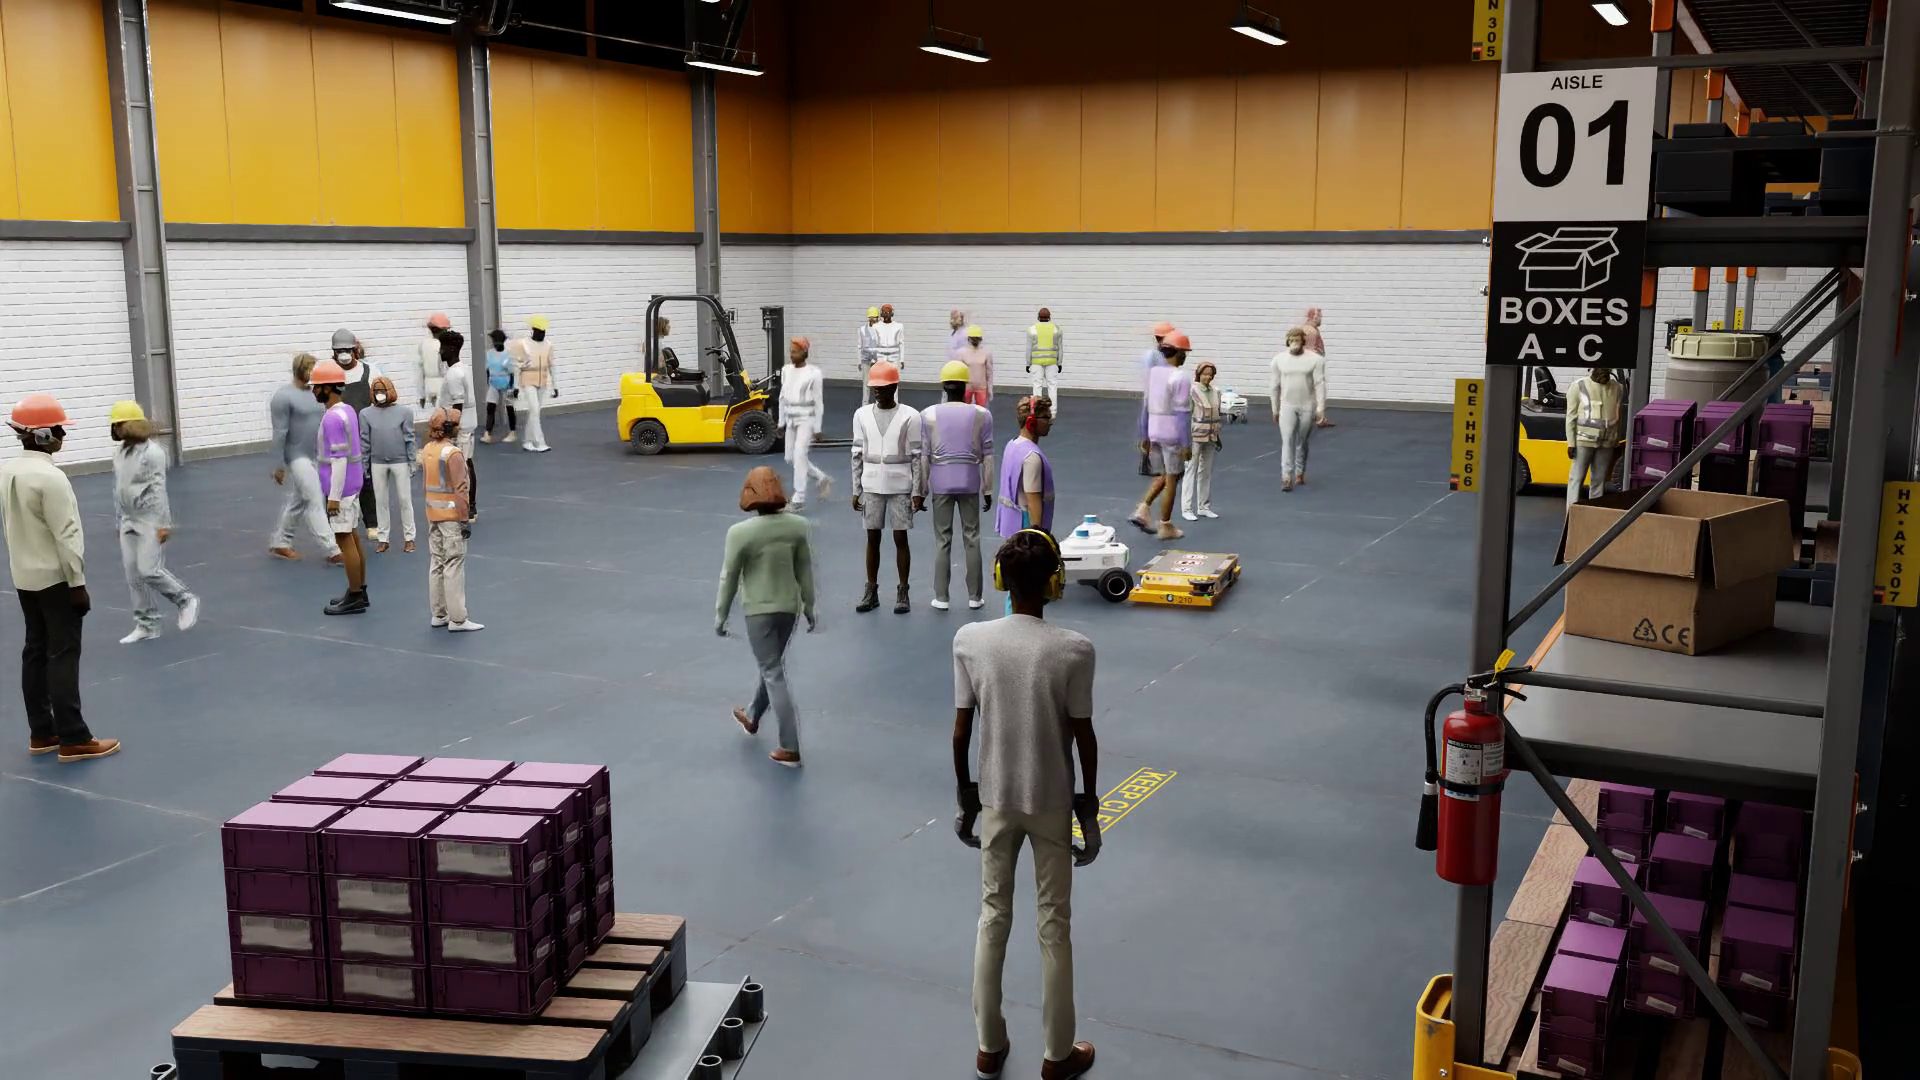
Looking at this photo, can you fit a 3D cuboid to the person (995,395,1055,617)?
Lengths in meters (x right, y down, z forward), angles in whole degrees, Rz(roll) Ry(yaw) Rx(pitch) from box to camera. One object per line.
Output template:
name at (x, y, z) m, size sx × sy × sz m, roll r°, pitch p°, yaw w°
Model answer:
person at (0.427, -0.010, 10.693) m, size 0.377 × 1.844 × 0.570 m, roll -2°, pitch 10°, yaw -11°

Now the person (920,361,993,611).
person at (-0.040, -0.413, 12.800) m, size 0.590 × 1.923 × 0.382 m, roll -1°, pitch 10°, yaw -4°

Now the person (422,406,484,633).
person at (-3.719, -0.148, 12.095) m, size 0.307 × 1.639 × 0.525 m, roll -10°, pitch 14°, yaw -44°

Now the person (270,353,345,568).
person at (-5.729, -0.703, 14.630) m, size 1.041 × 1.878 × 0.637 m, roll 3°, pitch 10°, yaw 17°

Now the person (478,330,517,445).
person at (-6.610, -2.175, 23.796) m, size 0.565 × 1.639 × 0.820 m, roll 3°, pitch 10°, yaw 14°

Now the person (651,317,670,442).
person at (-4.337, -2.321, 24.130) m, size 0.408 × 1.827 × 0.528 m, roll -5°, pitch 11°, yaw -25°

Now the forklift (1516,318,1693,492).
forklift at (7.066, -1.601, 18.899) m, size 2.313 × 2.155 × 1.214 m, roll 5°, pitch 11°, yaw 27°

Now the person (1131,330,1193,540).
person at (1.977, -0.990, 15.865) m, size 0.512 × 2.022 × 0.635 m, roll -6°, pitch 11°, yaw -31°

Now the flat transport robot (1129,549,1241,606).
flat transport robot at (1.847, 0.292, 13.504) m, size 0.652 × 0.197 × 1.431 m, roll 3°, pitch 10°, yaw 18°

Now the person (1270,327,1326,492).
person at (3.944, -1.545, 19.466) m, size 0.638 × 1.894 × 1.014 m, roll 2°, pitch 10°, yaw 12°

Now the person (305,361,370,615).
person at (-4.747, -0.395, 12.664) m, size 0.374 × 1.935 × 0.552 m, roll -2°, pitch 10°, yaw -9°

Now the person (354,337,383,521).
person at (-6.225, -1.141, 17.072) m, size 0.409 × 1.908 × 0.639 m, roll 6°, pitch 12°, yaw 33°

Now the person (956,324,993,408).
person at (0.193, -2.094, 22.994) m, size 0.534 × 1.767 × 0.327 m, roll -1°, pitch 10°, yaw -4°

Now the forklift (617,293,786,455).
forklift at (-3.588, -2.317, 23.042) m, size 2.313 × 2.155 × 1.214 m, roll -1°, pitch 10°, yaw -5°

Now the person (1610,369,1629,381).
person at (9.498, -2.155, 23.728) m, size 0.460 × 1.618 × 0.533 m, roll -1°, pitch 10°, yaw -3°

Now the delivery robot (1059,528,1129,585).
delivery robot at (0.969, 0.151, 13.229) m, size 0.707 × 0.478 × 0.477 m, roll -1°, pitch 10°, yaw -6°

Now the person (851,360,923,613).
person at (-0.564, -0.399, 12.682) m, size 0.553 × 1.935 × 0.364 m, roll 2°, pitch 10°, yaw 12°

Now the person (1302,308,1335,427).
person at (5.580, -2.730, 26.351) m, size 0.575 × 1.901 × 0.684 m, roll 0°, pitch 10°, yaw -1°

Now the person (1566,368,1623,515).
person at (6.211, -0.963, 16.274) m, size 0.589 × 1.827 × 0.404 m, roll -2°, pitch 10°, yaw -9°

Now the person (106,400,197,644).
person at (-5.747, -0.133, 11.750) m, size 0.496 × 1.726 × 0.441 m, roll 5°, pitch 11°, yaw 25°

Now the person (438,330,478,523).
person at (-5.122, -1.153, 16.966) m, size 0.368 × 1.967 × 0.600 m, roll -1°, pitch 10°, yaw -5°

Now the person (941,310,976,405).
person at (-0.015, -2.648, 25.948) m, size 0.990 × 1.857 × 0.664 m, roll -4°, pitch 10°, yaw -20°

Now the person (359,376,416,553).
person at (-5.248, -0.691, 15.277) m, size 0.505 × 1.627 × 0.291 m, roll -1°, pitch 10°, yaw -6°

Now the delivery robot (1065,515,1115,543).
delivery robot at (1.088, 0.034, 13.906) m, size 0.477 × 0.478 × 0.707 m, roll 2°, pitch 10°, yaw 13°

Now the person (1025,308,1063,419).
person at (1.392, -2.929, 27.611) m, size 0.634 × 1.841 × 0.429 m, roll -1°, pitch 10°, yaw -6°

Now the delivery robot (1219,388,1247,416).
delivery robot at (4.350, -2.211, 26.903) m, size 0.477 × 0.478 × 0.707 m, roll -4°, pitch 10°, yaw -19°

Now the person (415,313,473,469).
person at (-6.635, -1.890, 21.158) m, size 0.625 × 1.999 × 1.039 m, roll 5°, pitch 11°, yaw 28°

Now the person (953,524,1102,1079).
person at (0.223, 0.876, 5.496) m, size 0.516 × 1.872 × 0.327 m, roll 3°, pitch 10°, yaw 18°

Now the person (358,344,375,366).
person at (-7.773, -1.771, 21.626) m, size 0.527 × 1.593 × 0.882 m, roll 2°, pitch 10°, yaw 11°

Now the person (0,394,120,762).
person at (-4.923, 0.206, 9.013) m, size 0.611 × 1.995 × 0.375 m, roll 7°, pitch 12°, yaw 33°

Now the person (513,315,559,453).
person at (-5.777, -2.134, 22.876) m, size 0.903 × 1.878 × 0.610 m, roll 9°, pitch 13°, yaw 41°

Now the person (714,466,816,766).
person at (-1.097, 0.388, 9.095) m, size 0.526 × 1.585 × 0.832 m, roll -8°, pitch 13°, yaw -39°

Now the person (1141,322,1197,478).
person at (2.519, -1.682, 20.193) m, size 0.568 × 1.901 × 0.913 m, roll -7°, pitch 12°, yaw -37°

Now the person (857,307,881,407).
person at (-1.465, -3.059, 28.383) m, size 0.592 × 1.834 × 0.404 m, roll 1°, pitch 10°, yaw 4°

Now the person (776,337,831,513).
person at (-1.658, -1.243, 17.769) m, size 0.587 × 1.867 × 0.722 m, roll 9°, pitch 13°, yaw 43°

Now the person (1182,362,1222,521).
person at (2.496, -1.020, 17.150) m, size 0.523 × 1.636 × 0.311 m, roll -7°, pitch 12°, yaw -36°

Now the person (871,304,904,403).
person at (-1.233, -3.064, 28.275) m, size 0.578 × 1.880 × 0.346 m, roll 0°, pitch 10°, yaw -1°

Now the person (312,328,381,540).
person at (-5.813, -0.995, 15.834) m, size 0.672 × 2.000 × 0.536 m, roll -4°, pitch 10°, yaw -21°
